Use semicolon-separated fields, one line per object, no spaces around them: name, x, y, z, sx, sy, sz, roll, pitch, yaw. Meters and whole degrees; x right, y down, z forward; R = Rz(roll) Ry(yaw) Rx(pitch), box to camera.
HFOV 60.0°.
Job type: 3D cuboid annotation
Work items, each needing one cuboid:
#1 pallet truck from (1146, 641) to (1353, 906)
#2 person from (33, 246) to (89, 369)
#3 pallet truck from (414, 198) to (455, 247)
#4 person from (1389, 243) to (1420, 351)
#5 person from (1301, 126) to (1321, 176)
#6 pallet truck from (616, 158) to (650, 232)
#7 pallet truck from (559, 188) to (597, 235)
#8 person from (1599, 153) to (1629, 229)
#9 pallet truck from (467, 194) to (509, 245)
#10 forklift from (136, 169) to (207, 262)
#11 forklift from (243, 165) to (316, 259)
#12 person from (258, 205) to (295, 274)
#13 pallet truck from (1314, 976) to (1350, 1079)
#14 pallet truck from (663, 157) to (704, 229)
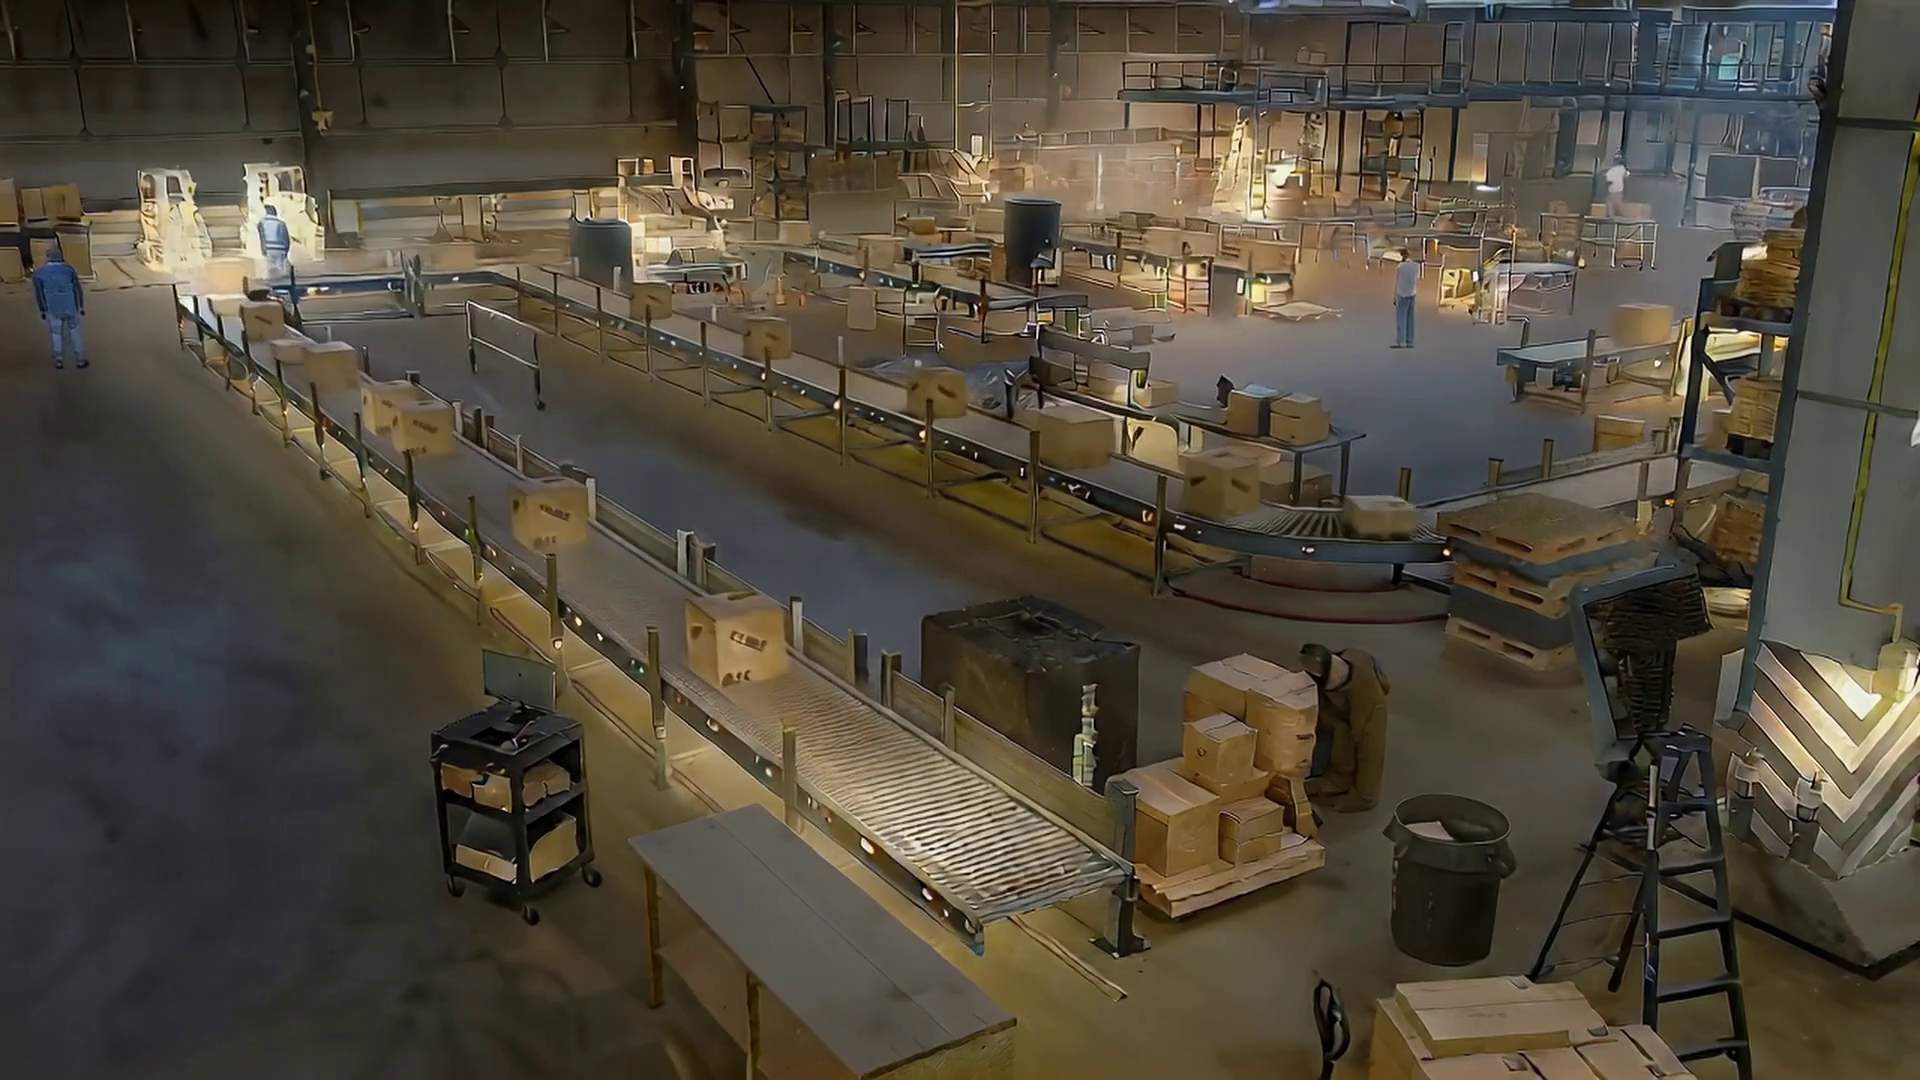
pallet truck;1.664;1.407;10.232;1.630;1.274;0.653;-10;20;-31
person;-14.016;-3.629;25.950;0.655;1.906;0.407;-6;18;-18
pallet truck;-13.250;-8.060;41.856;0.680;1.201;1.601;-10;20;-31
person;7.338;-4.011;27.462;0.524;1.769;0.326;-10;19;-30
person;13.372;-14.787;63.192;0.582;1.842;0.976;-10;19;-30
pallet truck;-8.918;-9.176;44.255;0.823;1.965;1.885;-9;19;-27
pallet truck;-10.010;-8.652;43.699;0.653;1.274;1.630;-10;20;-31
person;17.807;-9.527;45.393;0.637;2.001;0.935;-3;17;-9
pallet truck;-11.983;-8.177;42.137;0.704;1.261;1.522;-11;20;-33
forklift;-17.842;-7.318;37.559;1.157;1.987;2.680;-10;20;-31
forklift;-15.898;-7.669;38.708;1.157;1.987;2.680;-11;20;-33
person;-13.758;-5.817;33.438;0.589;1.794;0.917;1;17;3
pallet truck;2.299;2.390;7.086;1.601;1.201;0.680;-2;17;-7
pallet truck;-7.586;-9.308;44.692;0.823;1.965;1.885;-11;20;-33
